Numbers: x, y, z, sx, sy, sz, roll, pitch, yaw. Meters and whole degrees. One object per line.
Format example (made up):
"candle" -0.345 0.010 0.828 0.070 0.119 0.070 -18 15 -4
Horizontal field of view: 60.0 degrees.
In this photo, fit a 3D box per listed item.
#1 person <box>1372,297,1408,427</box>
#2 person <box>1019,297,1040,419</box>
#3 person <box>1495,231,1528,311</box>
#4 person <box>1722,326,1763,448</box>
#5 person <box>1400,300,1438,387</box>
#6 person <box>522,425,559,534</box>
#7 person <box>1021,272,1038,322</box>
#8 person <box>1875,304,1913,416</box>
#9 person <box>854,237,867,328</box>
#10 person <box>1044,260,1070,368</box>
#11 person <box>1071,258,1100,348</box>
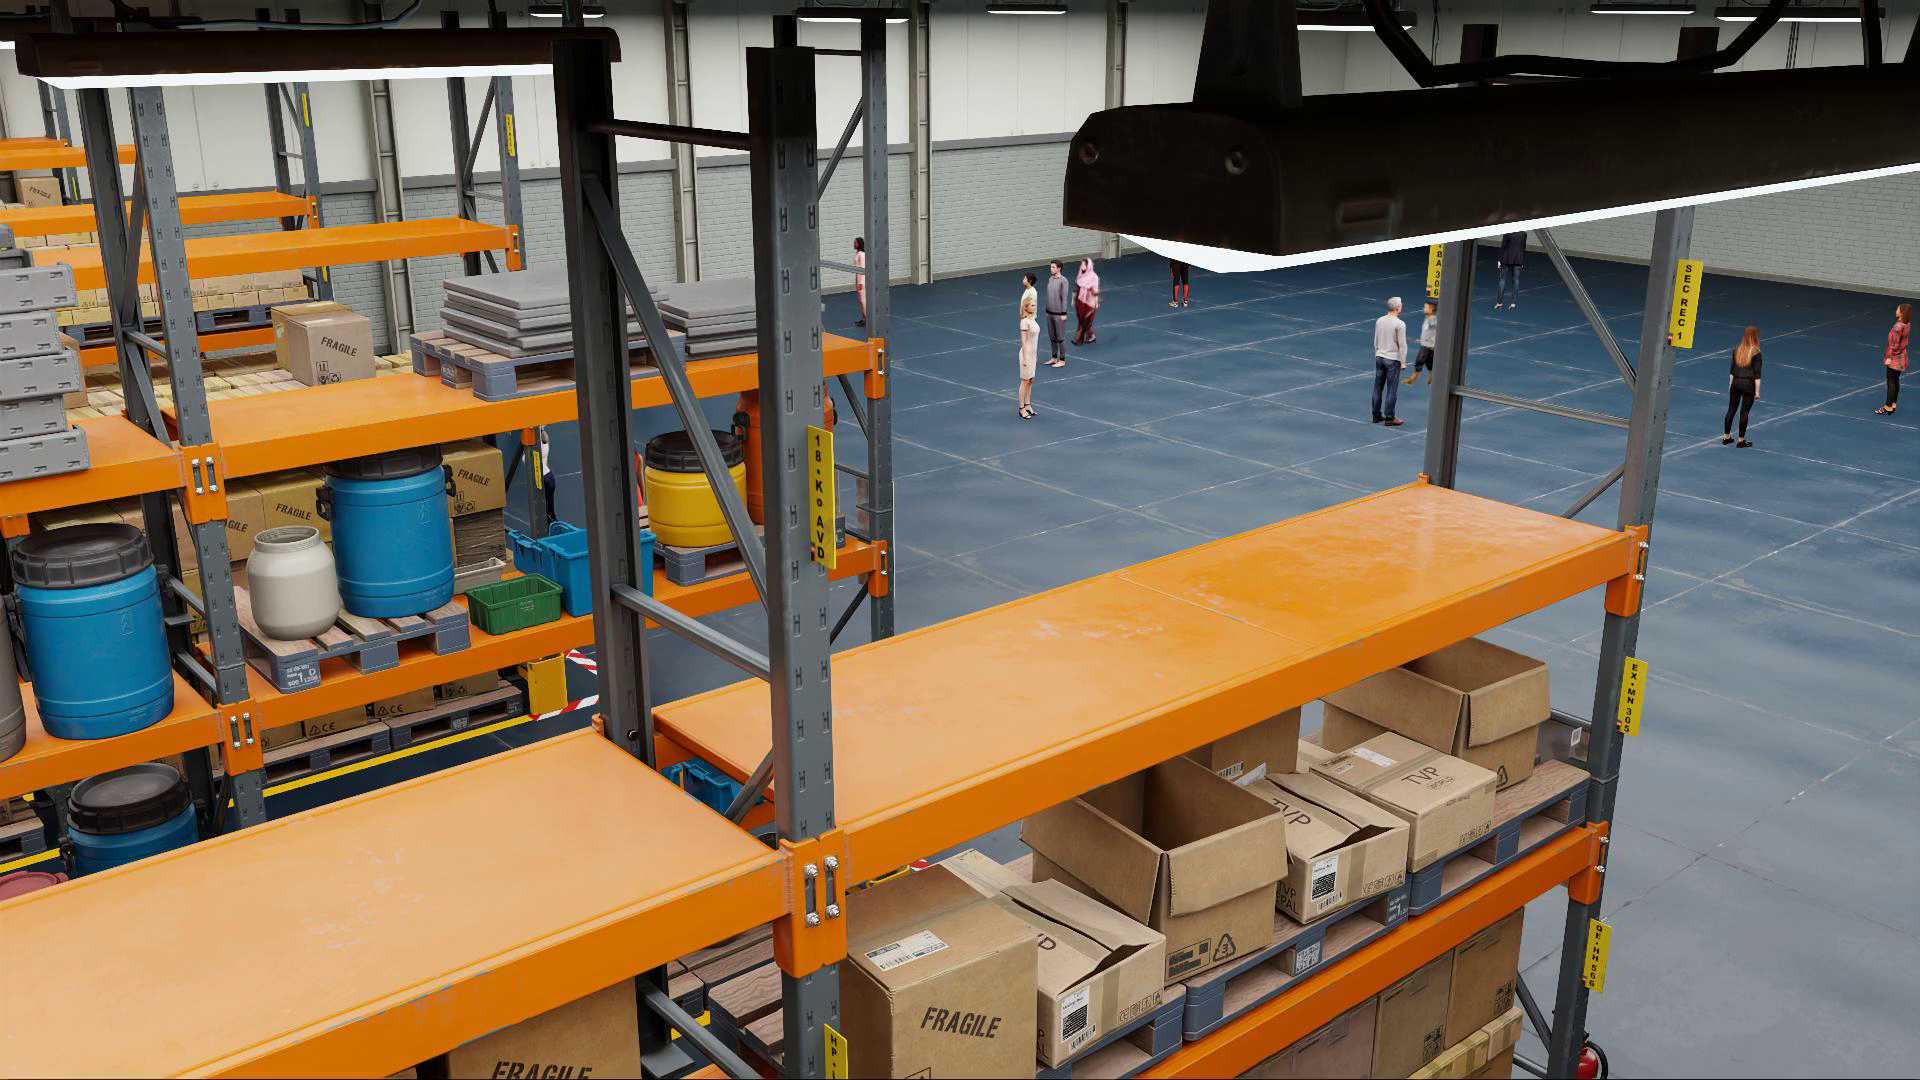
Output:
"person" 6.396 -2.673 24.796 0.643 1.911 0.743 -12 22 -32
"person" 1.025 -2.775 25.241 0.697 1.831 0.561 9 20 26
"person" 10.147 -5.137 30.708 0.818 1.783 0.793 1 18 2
"person" 11.114 -2.183 23.613 0.546 1.713 0.617 -12 21 -32
"person" 7.791 -3.285 27.443 0.996 1.435 0.890 -1 18 -4
"person" -4.691 -0.572 18.685 0.747 1.700 0.677 2 18 7
"person" 1.203 -3.871 28.997 0.629 1.588 0.657 -4 19 -13
"person" 14.318 -2.773 25.439 0.688 1.704 0.511 17 24 42
"person" -1.900 -5.020 32.314 0.660 1.718 0.675 -5 19 -14
"person" 1.689 -3.936 28.793 0.535 1.838 0.665 -14 22 -36
"person" 2.342 -4.328 30.400 0.775 1.588 1.115 14 23 36
